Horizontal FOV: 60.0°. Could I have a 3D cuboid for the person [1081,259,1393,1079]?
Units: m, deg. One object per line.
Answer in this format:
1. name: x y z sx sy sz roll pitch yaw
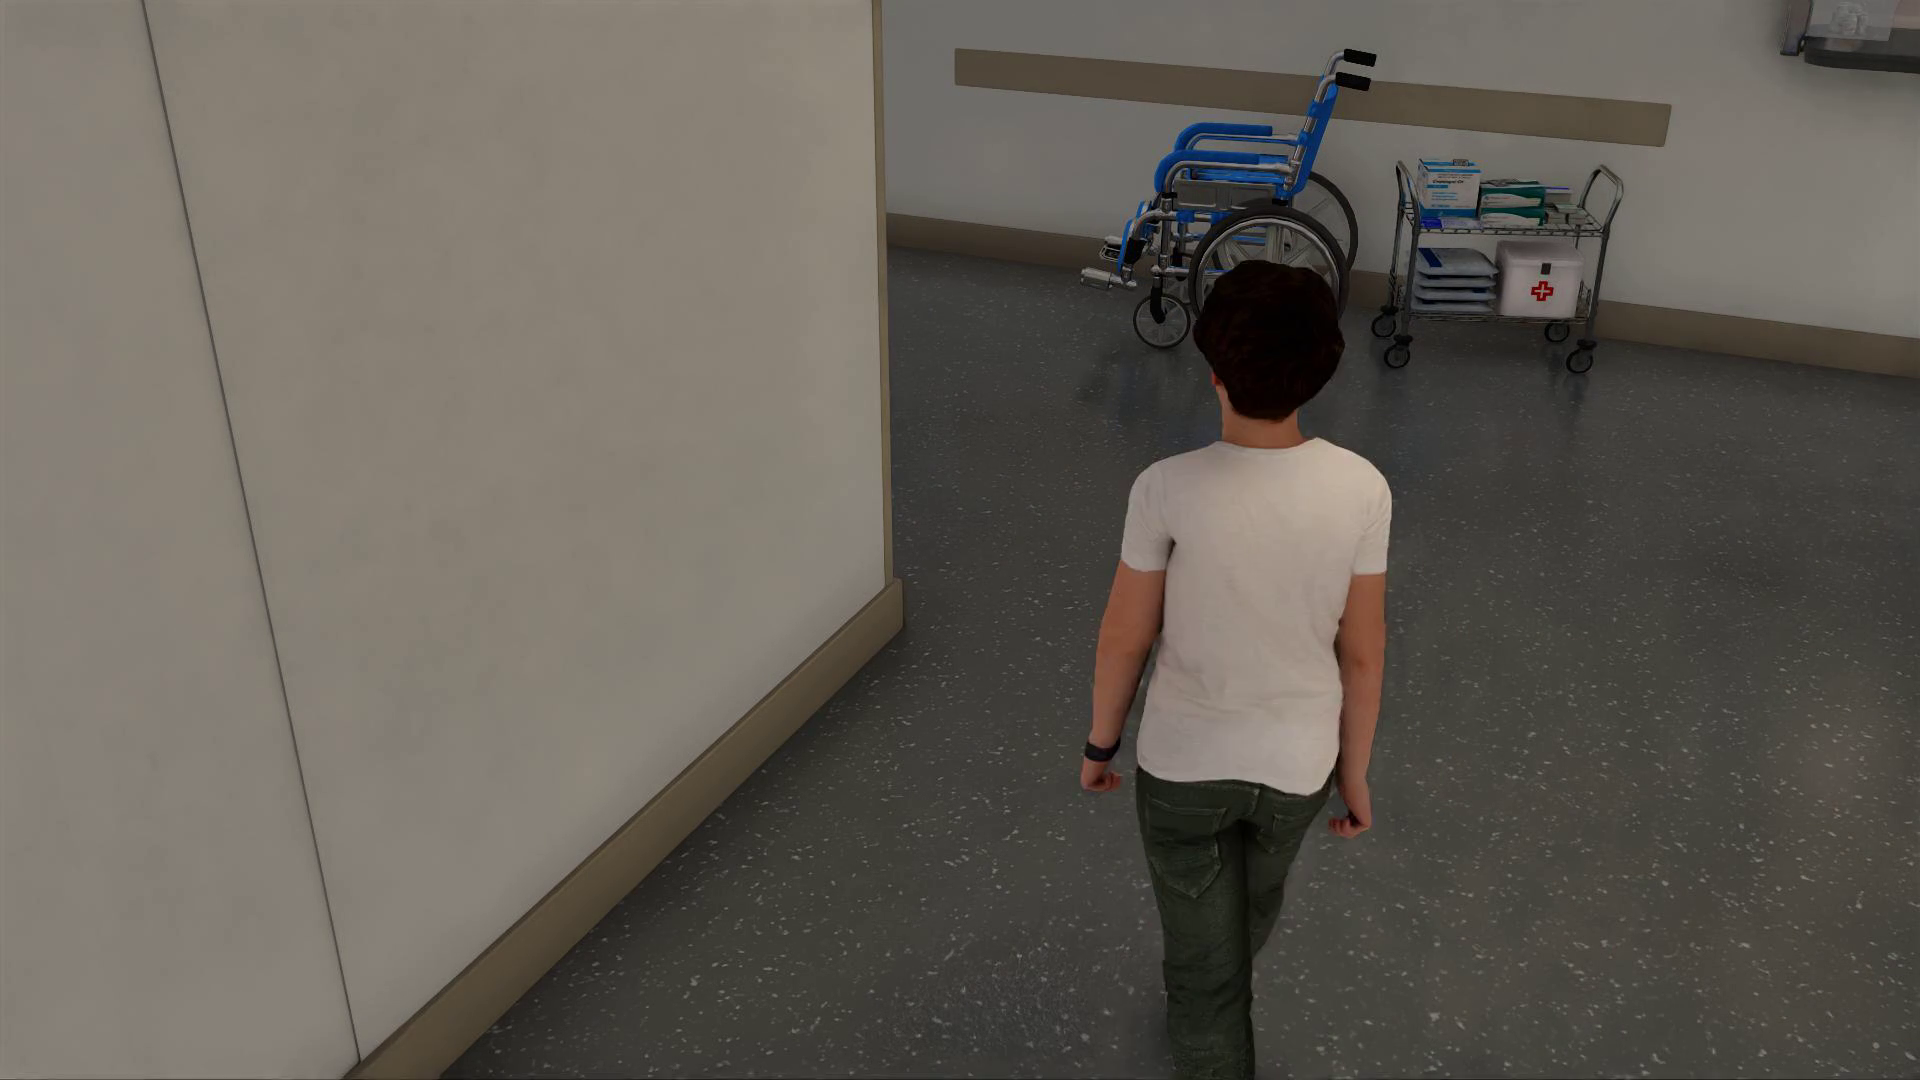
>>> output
1. person: 0.443 0.416 2.567 0.943 1.628 1.119 -3 26 -6
